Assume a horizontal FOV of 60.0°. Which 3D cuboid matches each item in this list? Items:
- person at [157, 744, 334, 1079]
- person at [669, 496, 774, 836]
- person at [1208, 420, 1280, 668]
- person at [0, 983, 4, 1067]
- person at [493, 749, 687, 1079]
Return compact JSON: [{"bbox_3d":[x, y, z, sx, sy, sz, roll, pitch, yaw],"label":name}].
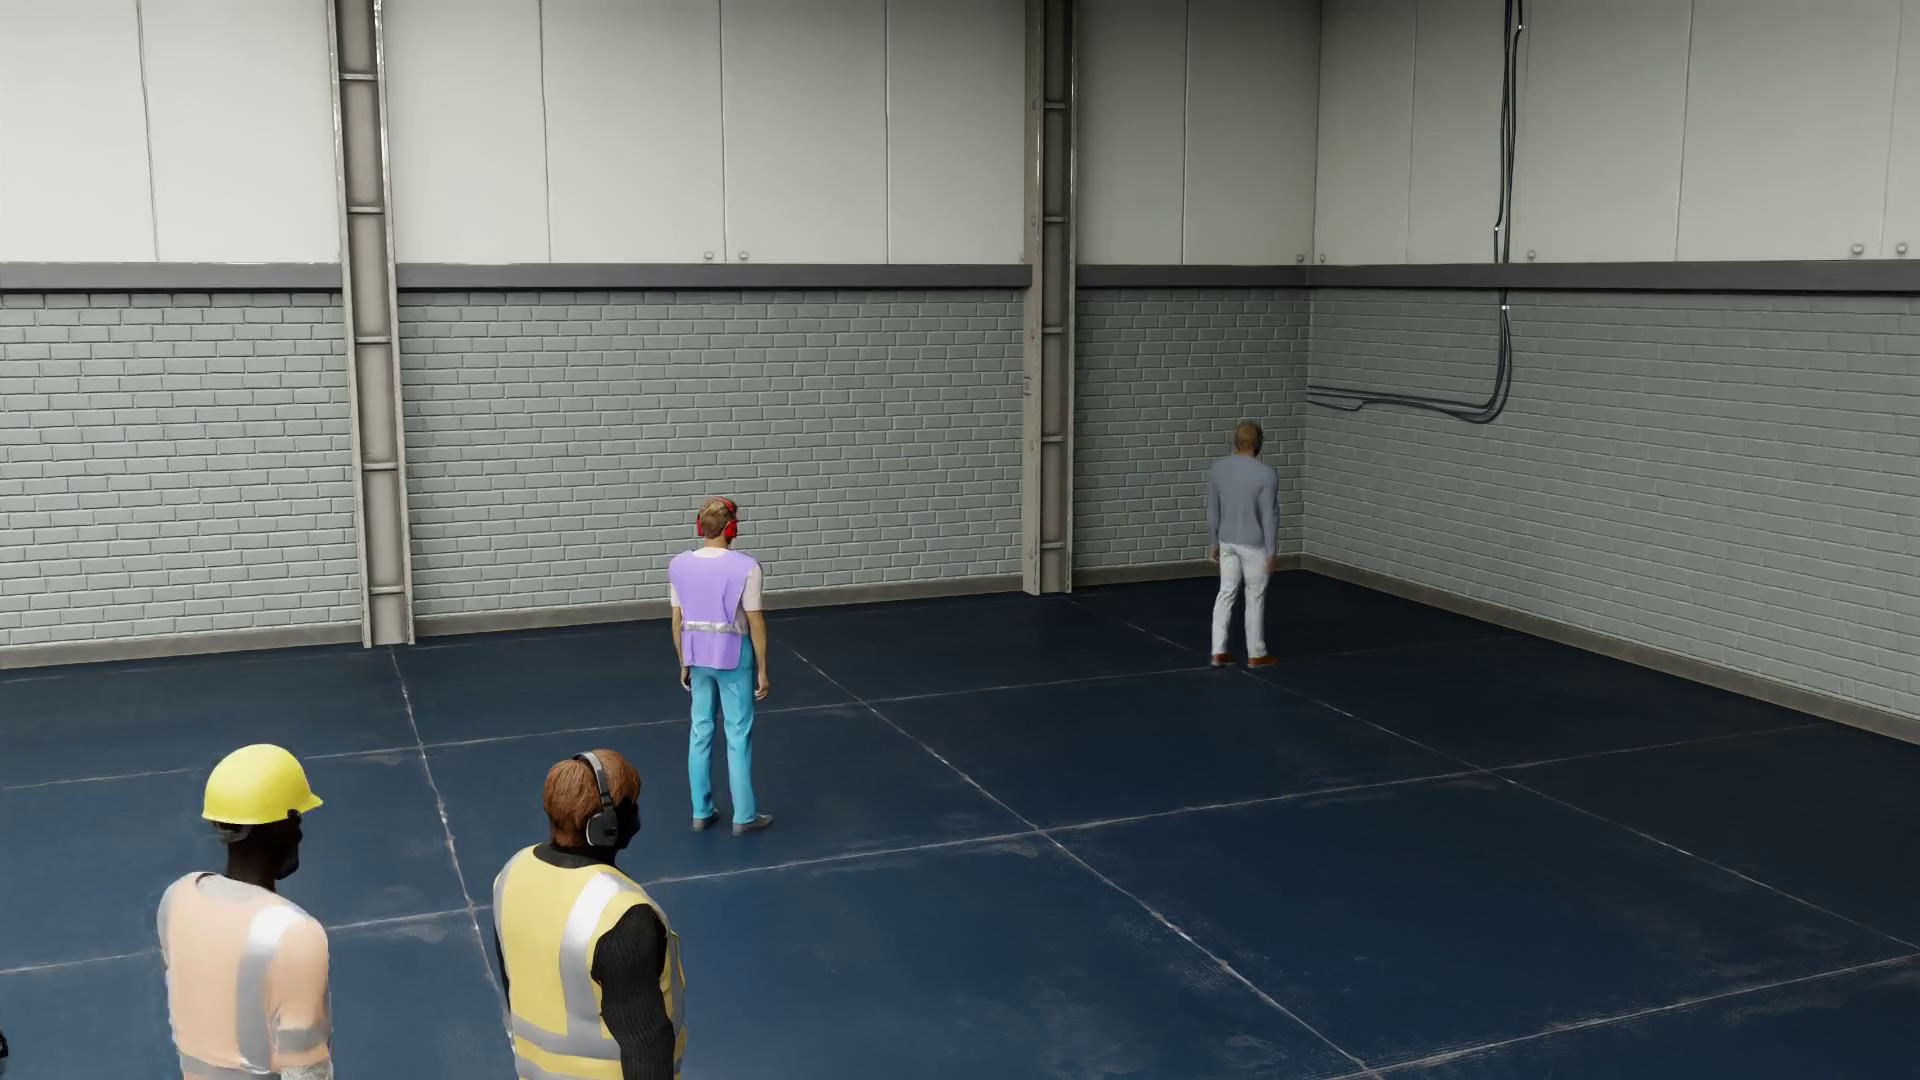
[{"bbox_3d":[-1.786,1.446,4.109,0.595,1.898,0.875,5,10,30],"label":"person"},{"bbox_3d":[-1.294,0.691,9.033,0.571,1.846,0.426,3,10,21],"label":"person"},{"bbox_3d":[2.204,0.037,12.844,0.631,1.945,0.415,9,13,44],"label":"person"},{"bbox_3d":[-1.832,1.655,2.940,0.531,1.844,0.487,7,11,36],"label":"person"},{"bbox_3d":[-0.922,1.440,4.304,0.624,1.844,0.429,9,12,43],"label":"person"}]
